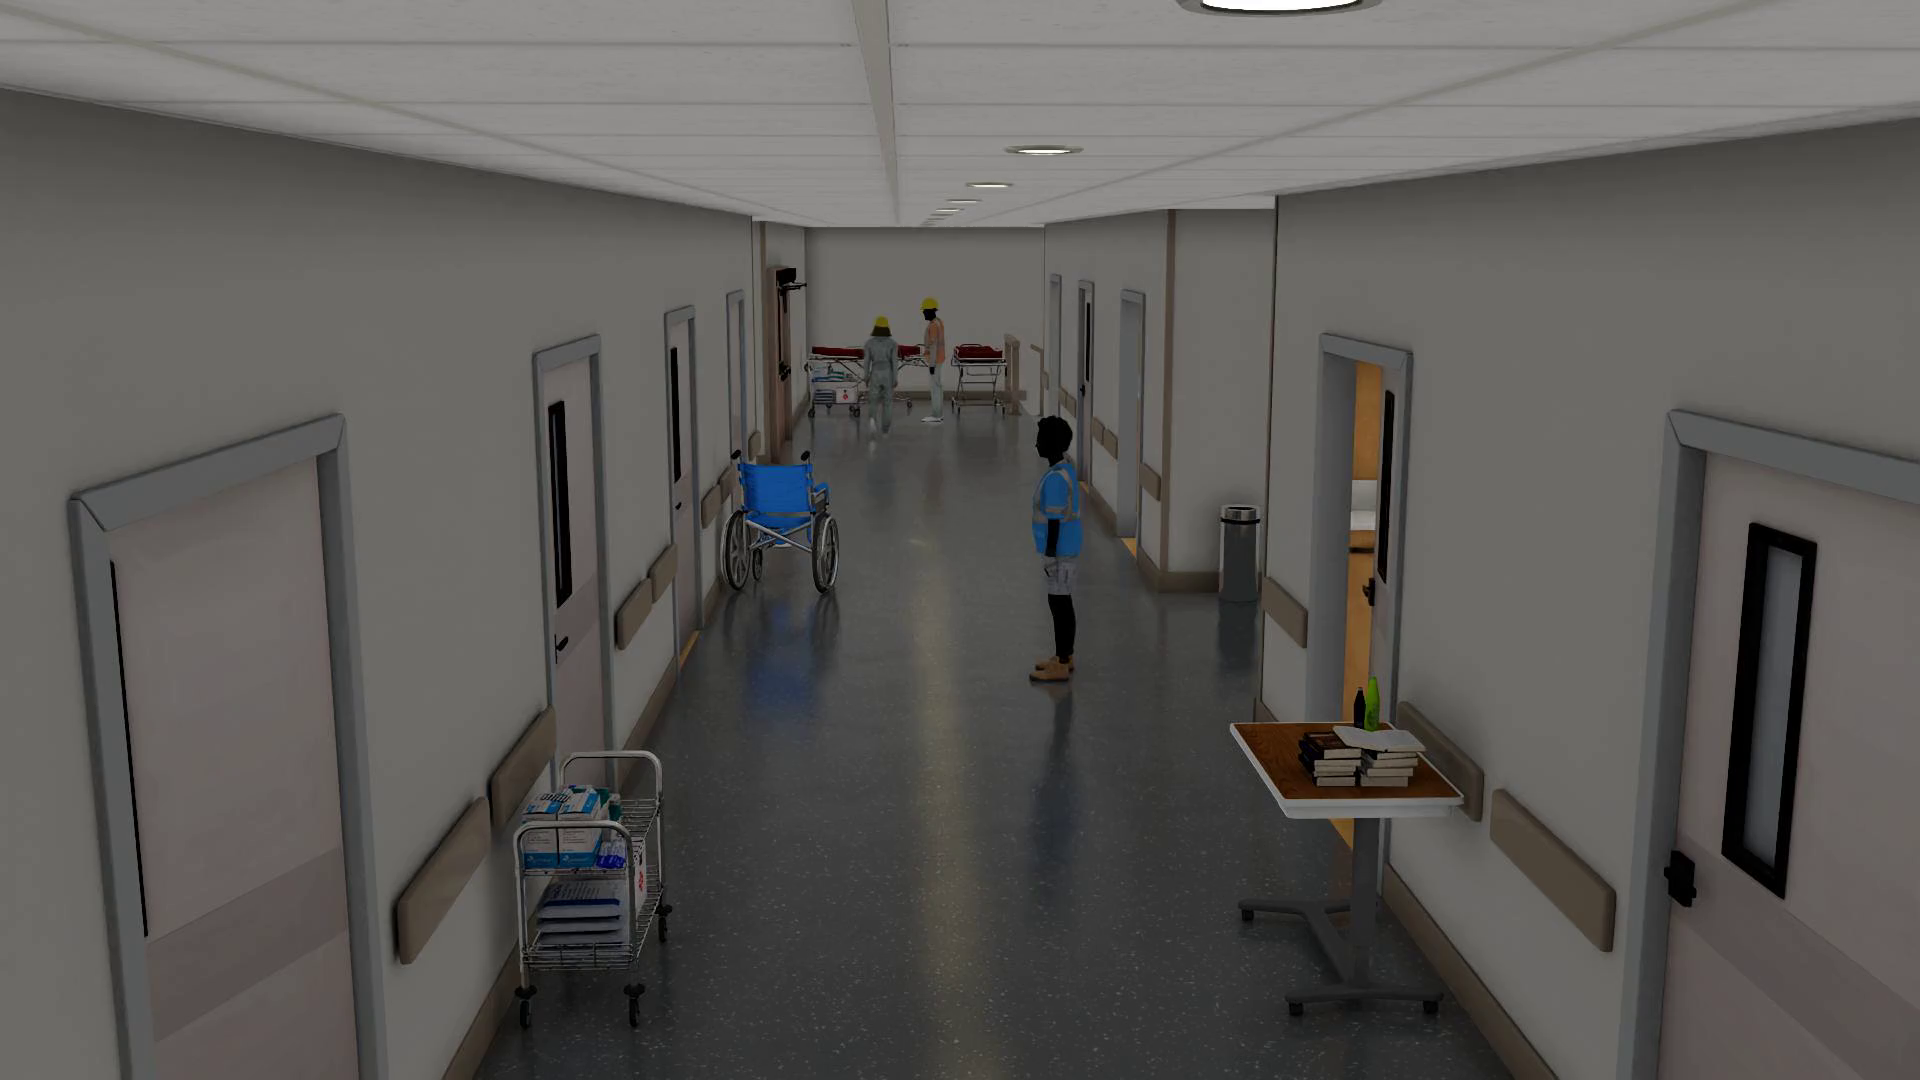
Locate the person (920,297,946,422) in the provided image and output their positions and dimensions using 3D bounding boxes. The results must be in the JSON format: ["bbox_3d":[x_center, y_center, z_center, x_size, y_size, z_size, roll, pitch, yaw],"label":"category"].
[{"bbox_3d":[-0.426,-2.780,25.698,0.395,1.918,0.585,1,10,5],"label":"person"}]

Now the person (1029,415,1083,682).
[{"bbox_3d":[0.613,0.057,10.519,0.319,1.694,0.536,2,10,9],"label":"person"}]

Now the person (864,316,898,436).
[{"bbox_3d":[-1.121,-2.307,23.592,0.490,1.727,0.596,1,10,6],"label":"person"}]
